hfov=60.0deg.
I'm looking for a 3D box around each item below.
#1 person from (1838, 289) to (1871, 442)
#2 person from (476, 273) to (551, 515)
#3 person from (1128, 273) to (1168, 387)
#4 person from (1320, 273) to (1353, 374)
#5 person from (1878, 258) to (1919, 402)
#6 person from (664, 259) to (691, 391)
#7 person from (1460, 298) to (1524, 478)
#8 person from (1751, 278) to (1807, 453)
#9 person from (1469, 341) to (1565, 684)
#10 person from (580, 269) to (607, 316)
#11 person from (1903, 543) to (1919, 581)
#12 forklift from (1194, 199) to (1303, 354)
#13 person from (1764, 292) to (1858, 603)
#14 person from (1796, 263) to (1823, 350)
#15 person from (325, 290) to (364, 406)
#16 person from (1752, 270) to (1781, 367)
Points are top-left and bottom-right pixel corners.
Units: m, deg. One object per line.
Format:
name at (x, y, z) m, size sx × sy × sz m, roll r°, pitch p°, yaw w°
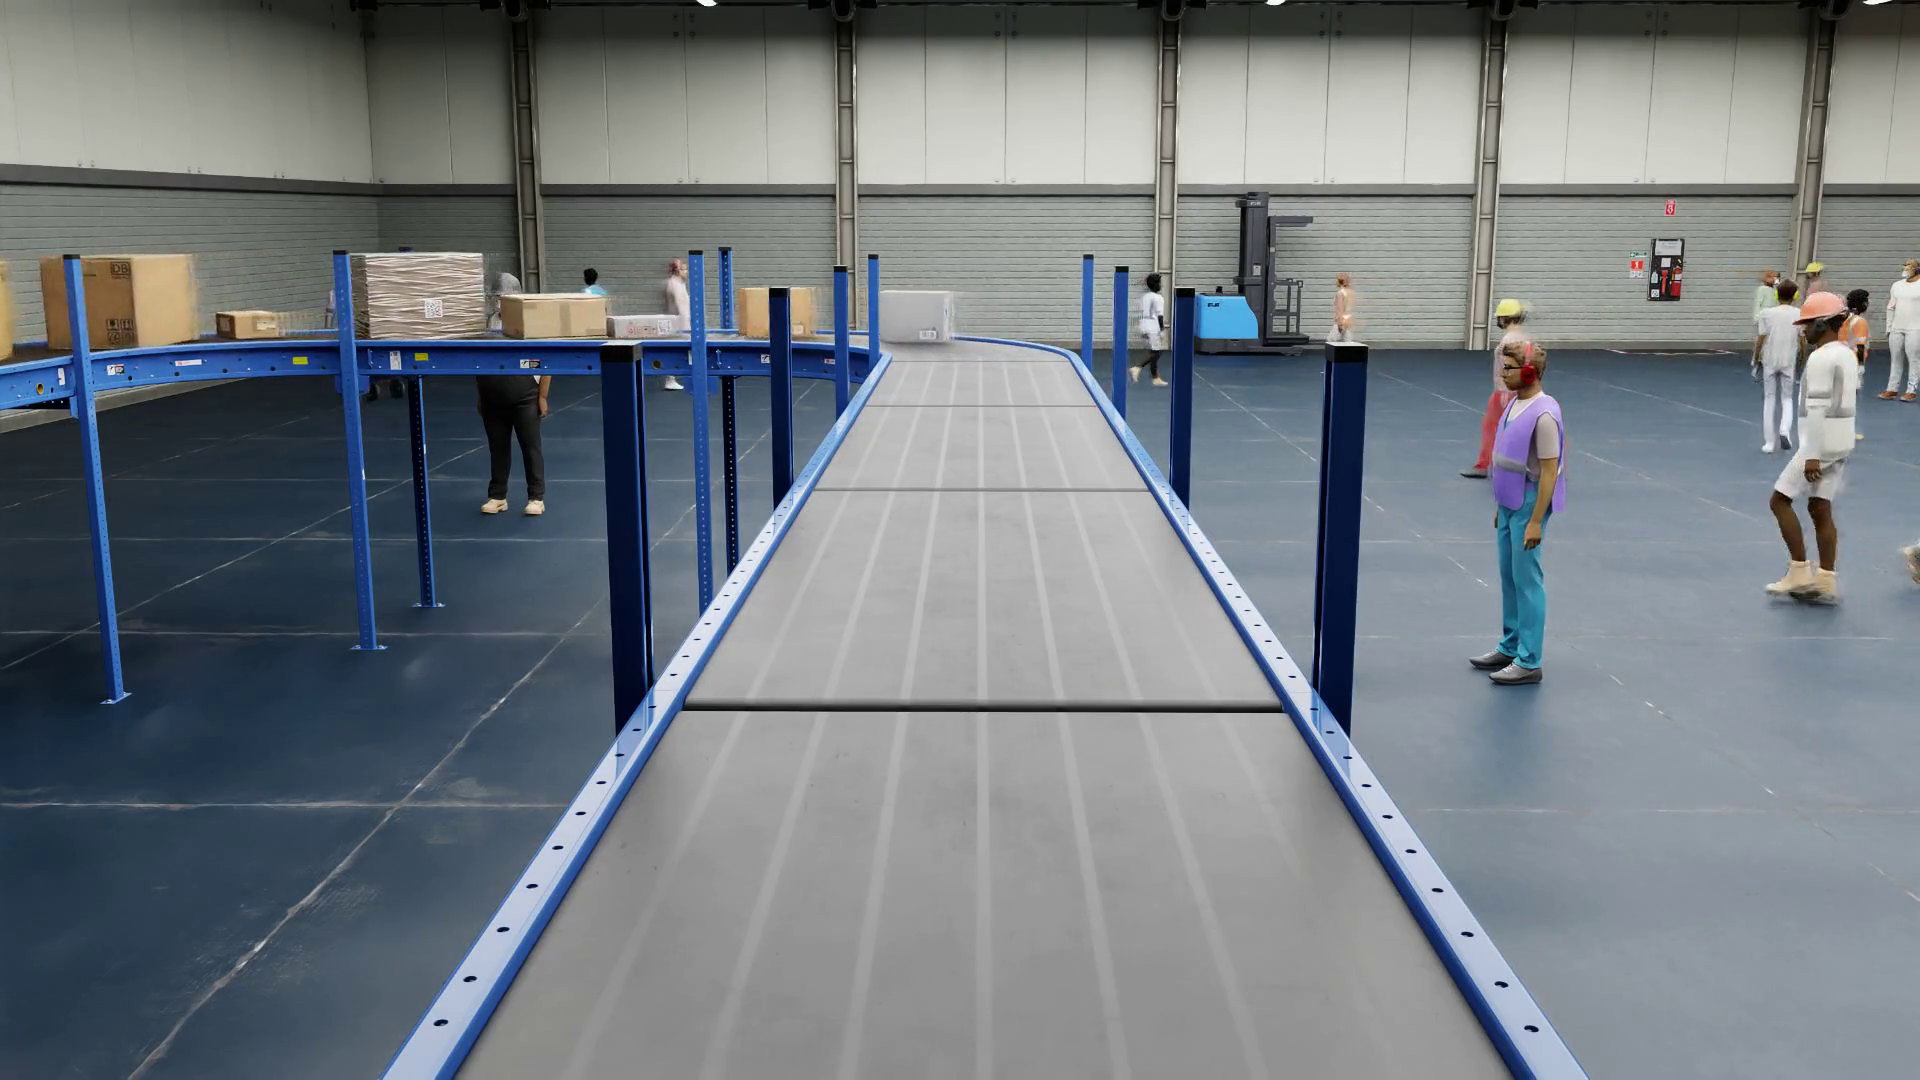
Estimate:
person at (10.053, -1.976, 18.767) m, size 0.319 × 1.696 × 0.532 m, roll 0°, pitch 11°, yaw 2°
person at (-3.797, -1.207, 14.039) m, size 0.674 × 2.000 × 0.535 m, roll 2°, pitch 11°, yaw 10°
person at (2.789, -3.086, 24.489) m, size 0.627 × 1.681 × 0.543 m, roll -4°, pitch 12°, yaw -18°
person at (5.974, -3.415, 26.330) m, size 0.603 × 1.616 × 0.541 m, roll 7°, pitch 13°, yaw 32°
person at (12.962, -2.872, 22.752) m, size 0.359 × 1.936 × 0.632 m, roll -5°, pitch 12°, yaw -25°
person at (-3.973, -3.126, 24.206) m, size 0.795 × 1.878 × 0.669 m, roll -3°, pitch 11°, yaw -14°
person at (5.299, -1.439, 15.913) m, size 0.822 × 1.736 × 0.533 m, roll 7°, pitch 13°, yaw 32°
person at (8.731, -1.855, 17.752) m, size 0.509 × 1.857 × 0.425 m, roll 4°, pitch 12°, yaw 19°
person at (3.061, -0.154, 9.025) m, size 0.376 × 1.842 × 0.571 m, roll 0°, pitch 11°, yaw -1°
person at (-6.030, -3.574, 27.069) m, size 0.856 × 1.646 × 0.555 m, roll 6°, pitch 13°, yaw 28°
person at (6.862, -0.570, 11.156) m, size 0.843 × 1.859 × 0.569 m, roll 2°, pitch 11°, yaw 10°
forklift at (5.313, -4.851, 30.603) m, size 1.873 × 2.768 × 1.129 m, roll 0°, pitch 11°, yaw 1°
person at (5.583, -0.601, 10.881) m, size 0.641 × 2.011 × 0.582 m, roll -10°, pitch 15°, yaw -43°
person at (14.364, -3.818, 28.177) m, size 0.902 × 1.721 × 0.527 m, roll 3°, pitch 11°, yaw 15°
person at (-8.160, -2.738, 22.198) m, size 0.569 × 1.886 × 0.979 m, roll -8°, pitch 14°, yaw -35°
person at (13.520, -3.693, 27.774) m, size 0.521 × 1.610 × 0.577 m, roll -6°, pitch 13°, yaw -30°
